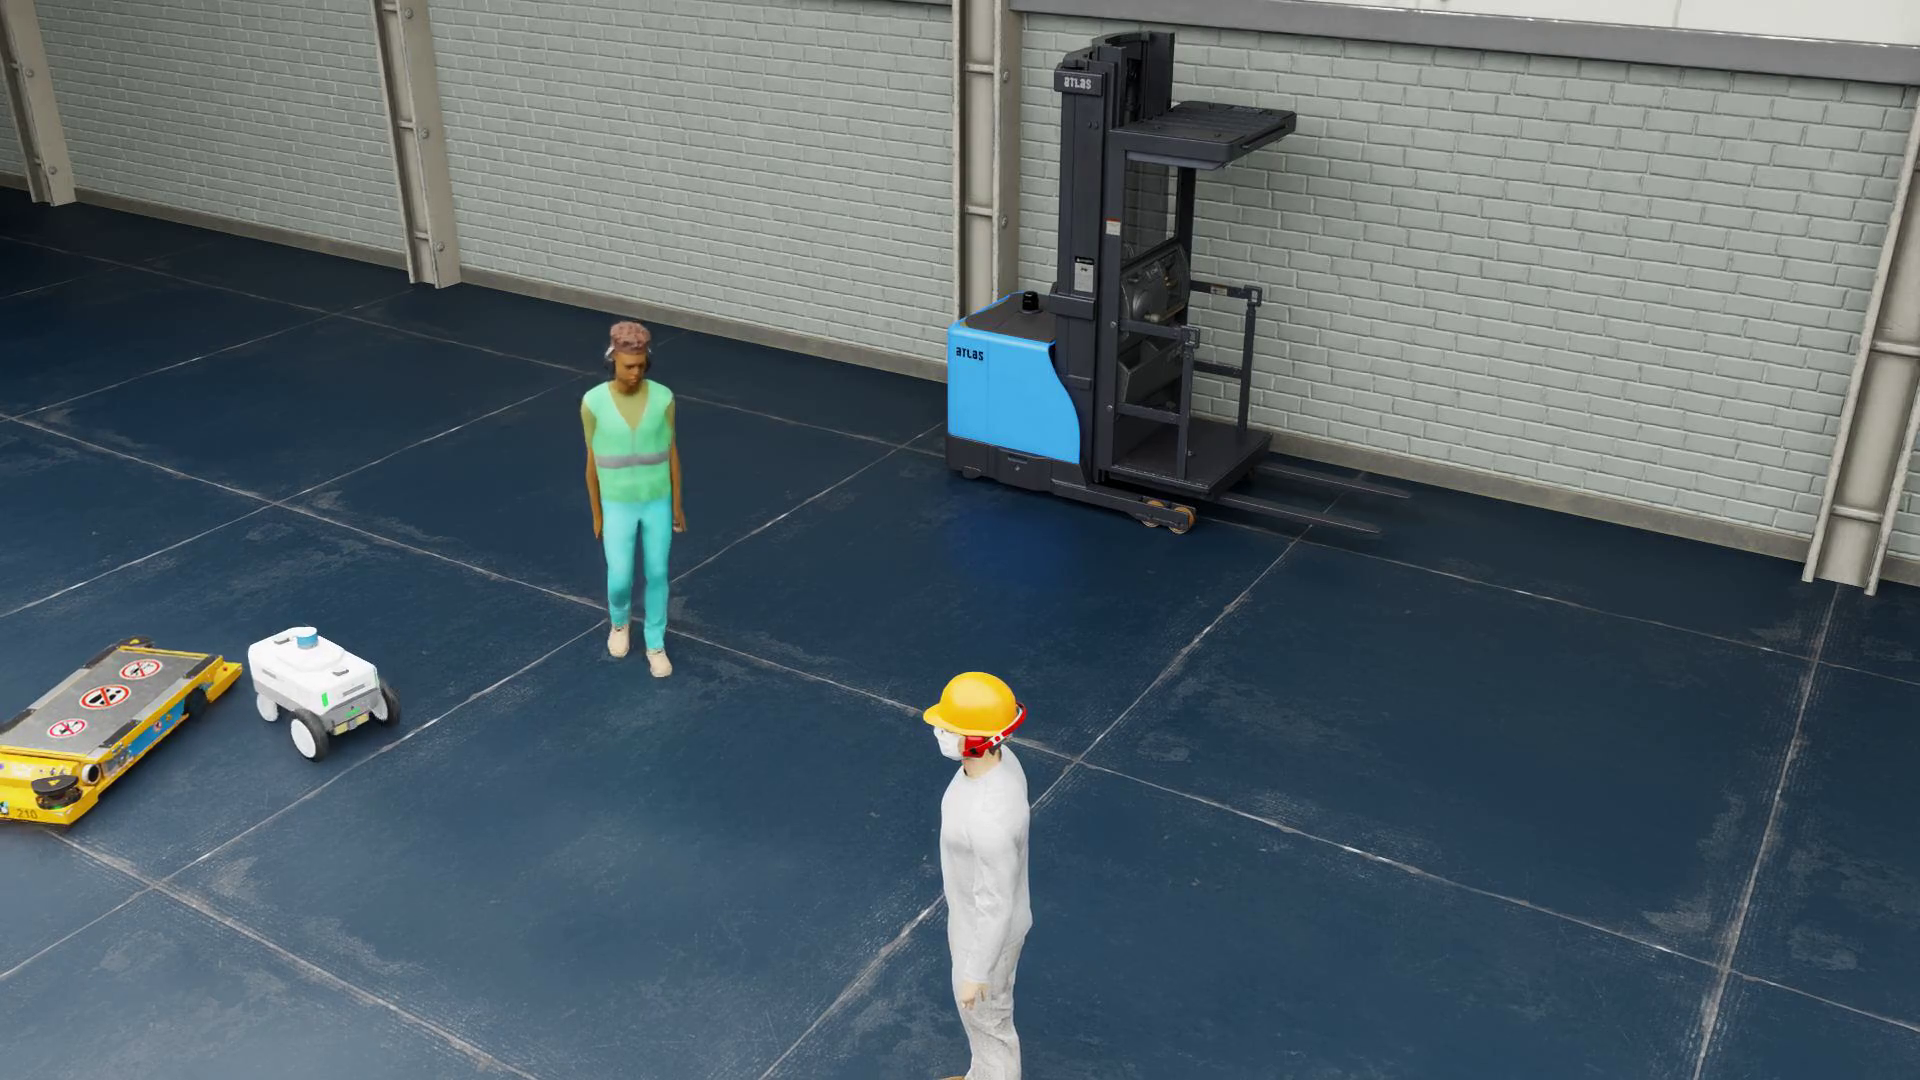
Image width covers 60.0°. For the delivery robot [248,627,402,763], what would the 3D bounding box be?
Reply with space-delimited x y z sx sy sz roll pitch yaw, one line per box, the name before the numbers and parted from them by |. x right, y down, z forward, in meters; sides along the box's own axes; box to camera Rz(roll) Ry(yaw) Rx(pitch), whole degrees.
delivery robot | -3.237 0.730 8.383 0.789 0.598 0.499 18 31 34

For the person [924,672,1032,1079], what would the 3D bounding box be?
person | 0.064 1.286 5.638 0.357 1.895 0.572 -1 25 -3

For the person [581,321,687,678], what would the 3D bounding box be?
person | -1.692 -0.201 8.710 0.483 1.961 0.459 -9 27 -19

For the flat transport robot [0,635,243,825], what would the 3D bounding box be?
flat transport robot | -4.293 0.920 8.312 0.659 0.231 1.431 5 26 9

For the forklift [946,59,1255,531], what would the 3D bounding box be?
forklift | 0.933 -1.707 10.833 1.873 2.768 1.129 15 29 28
